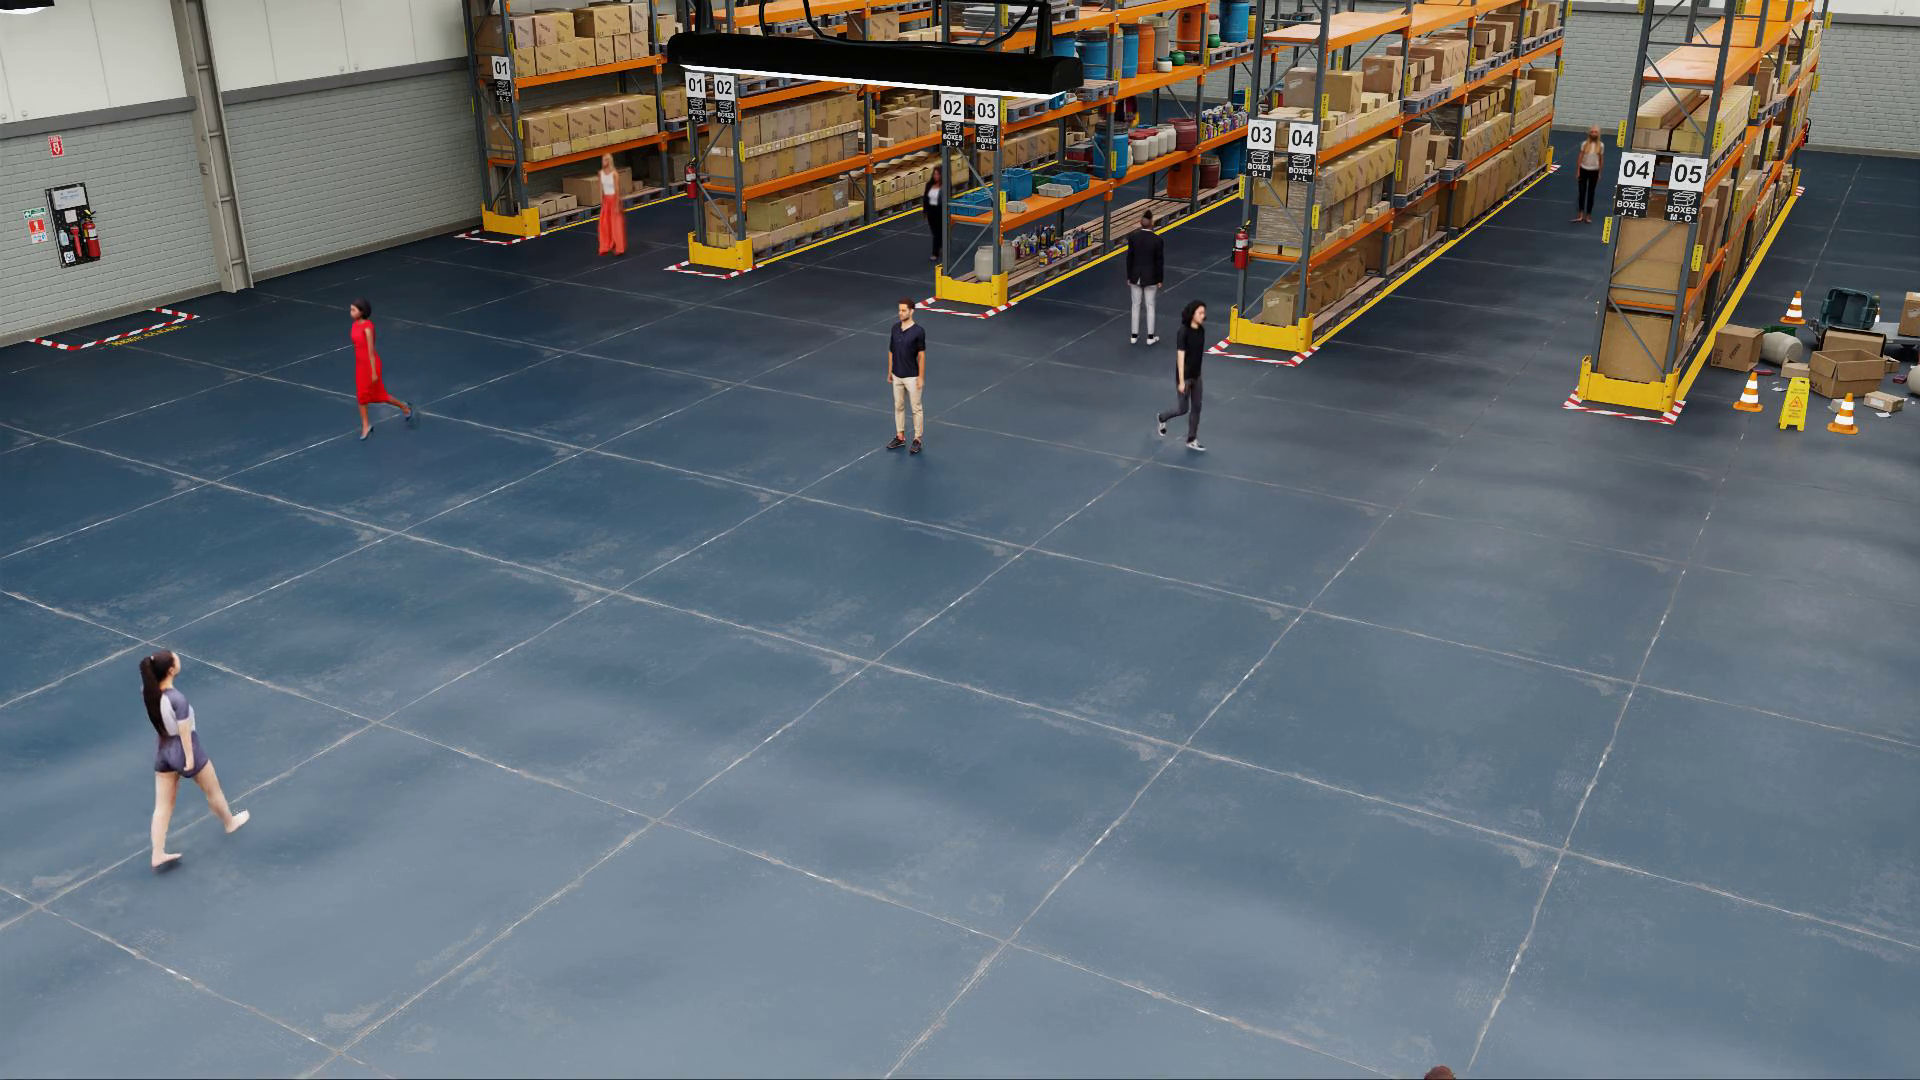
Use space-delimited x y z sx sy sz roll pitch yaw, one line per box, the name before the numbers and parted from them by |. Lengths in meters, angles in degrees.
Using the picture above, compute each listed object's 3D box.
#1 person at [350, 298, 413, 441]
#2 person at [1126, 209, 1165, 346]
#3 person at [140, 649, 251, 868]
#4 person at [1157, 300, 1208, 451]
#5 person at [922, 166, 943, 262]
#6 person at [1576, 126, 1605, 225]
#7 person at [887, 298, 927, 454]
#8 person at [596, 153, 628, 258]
person | -7.088 -2.077 20.182 0.697 1.717 1.061 18 29 36
person | 2.654 -3.796 23.930 0.731 1.948 0.643 9 25 20
person | -5.597 1.569 11.749 0.673 1.609 1.045 10 25 23
person | 2.671 -1.986 19.846 0.962 1.814 0.894 -19 29 -37
person | -0.370 -5.669 28.800 0.732 1.584 1.130 10 25 21
person | 11.900 -6.932 31.478 0.682 1.812 0.889 8 24 18
person | -0.626 -1.969 19.748 0.633 1.859 0.507 13 26 28
person | -5.993 -5.833 28.933 0.684 1.782 0.974 11 25 24
